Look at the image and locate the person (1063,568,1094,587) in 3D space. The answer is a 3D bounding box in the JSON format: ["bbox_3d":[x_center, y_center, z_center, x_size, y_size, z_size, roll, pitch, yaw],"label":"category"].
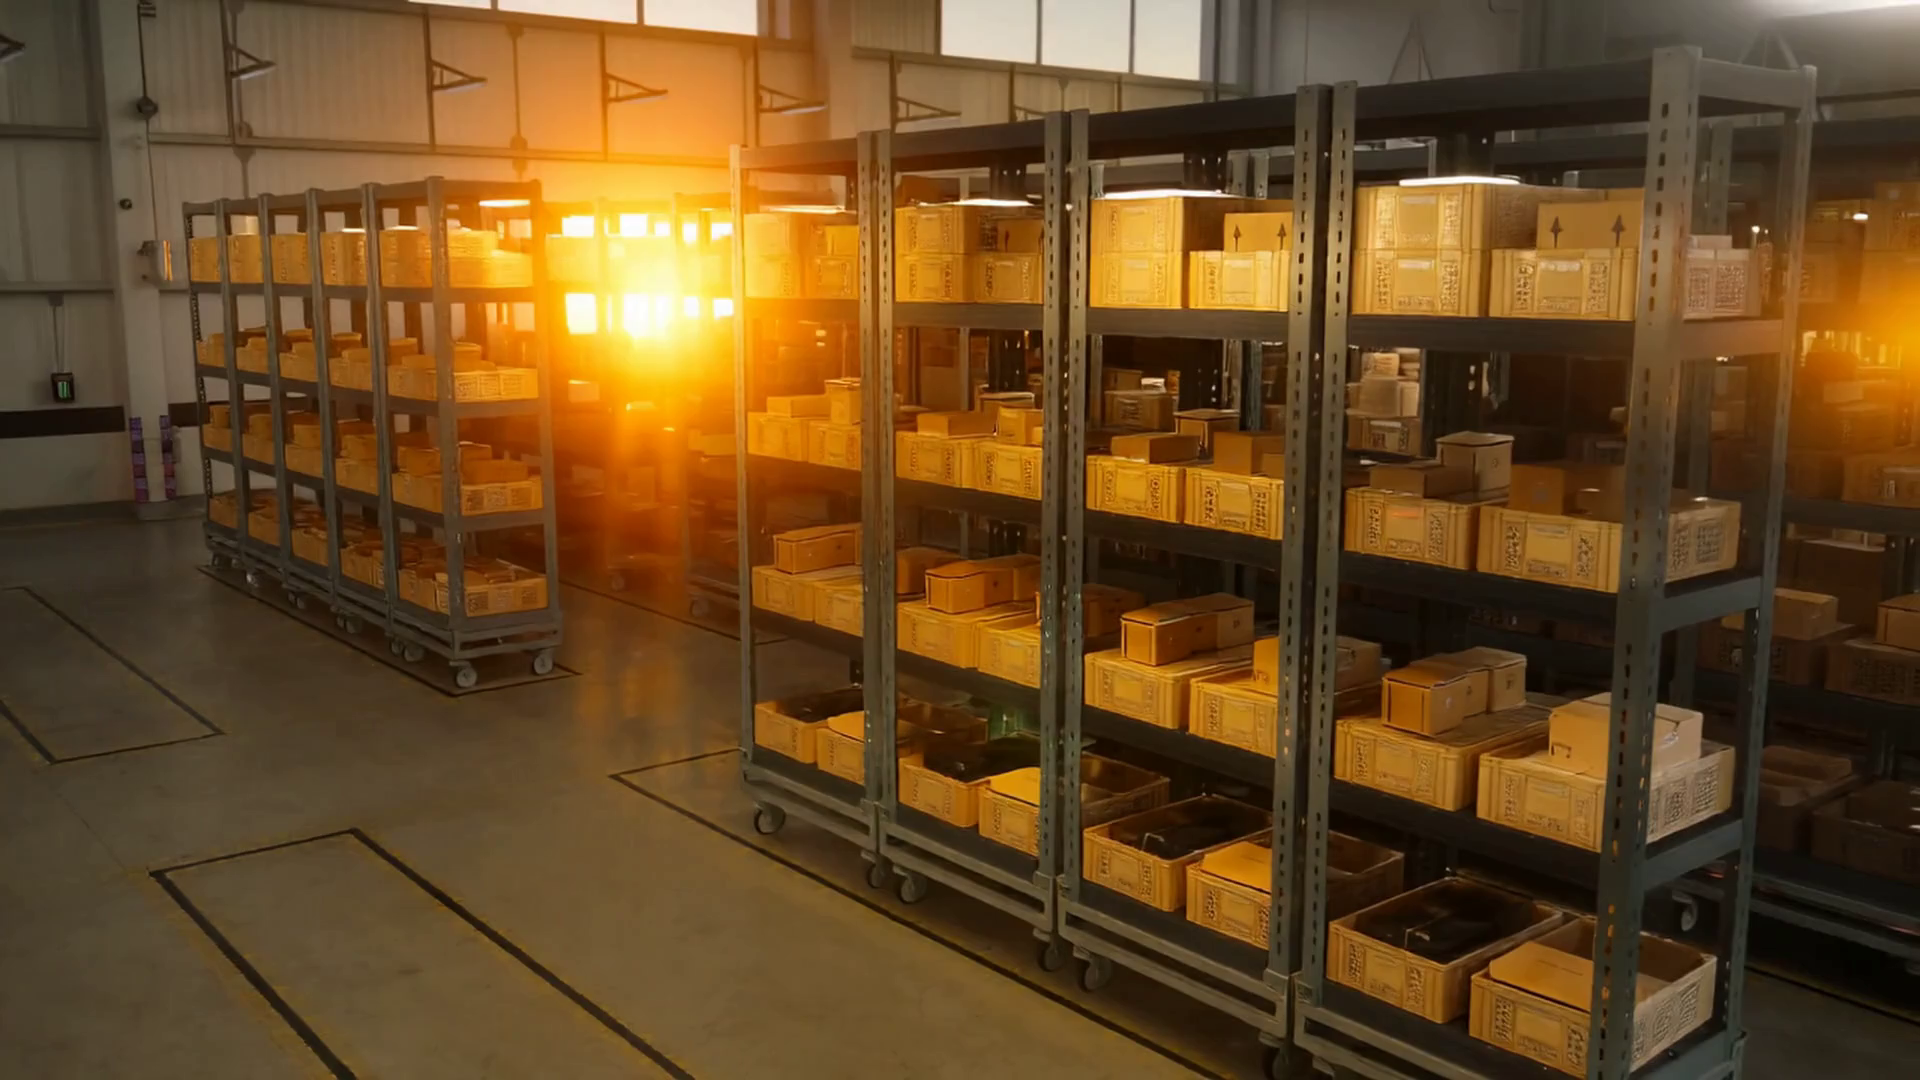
[{"bbox_3d":[0.968,-0.190,13.824,0.387,1.849,0.566,-8,12,-39],"label":"person"}]
